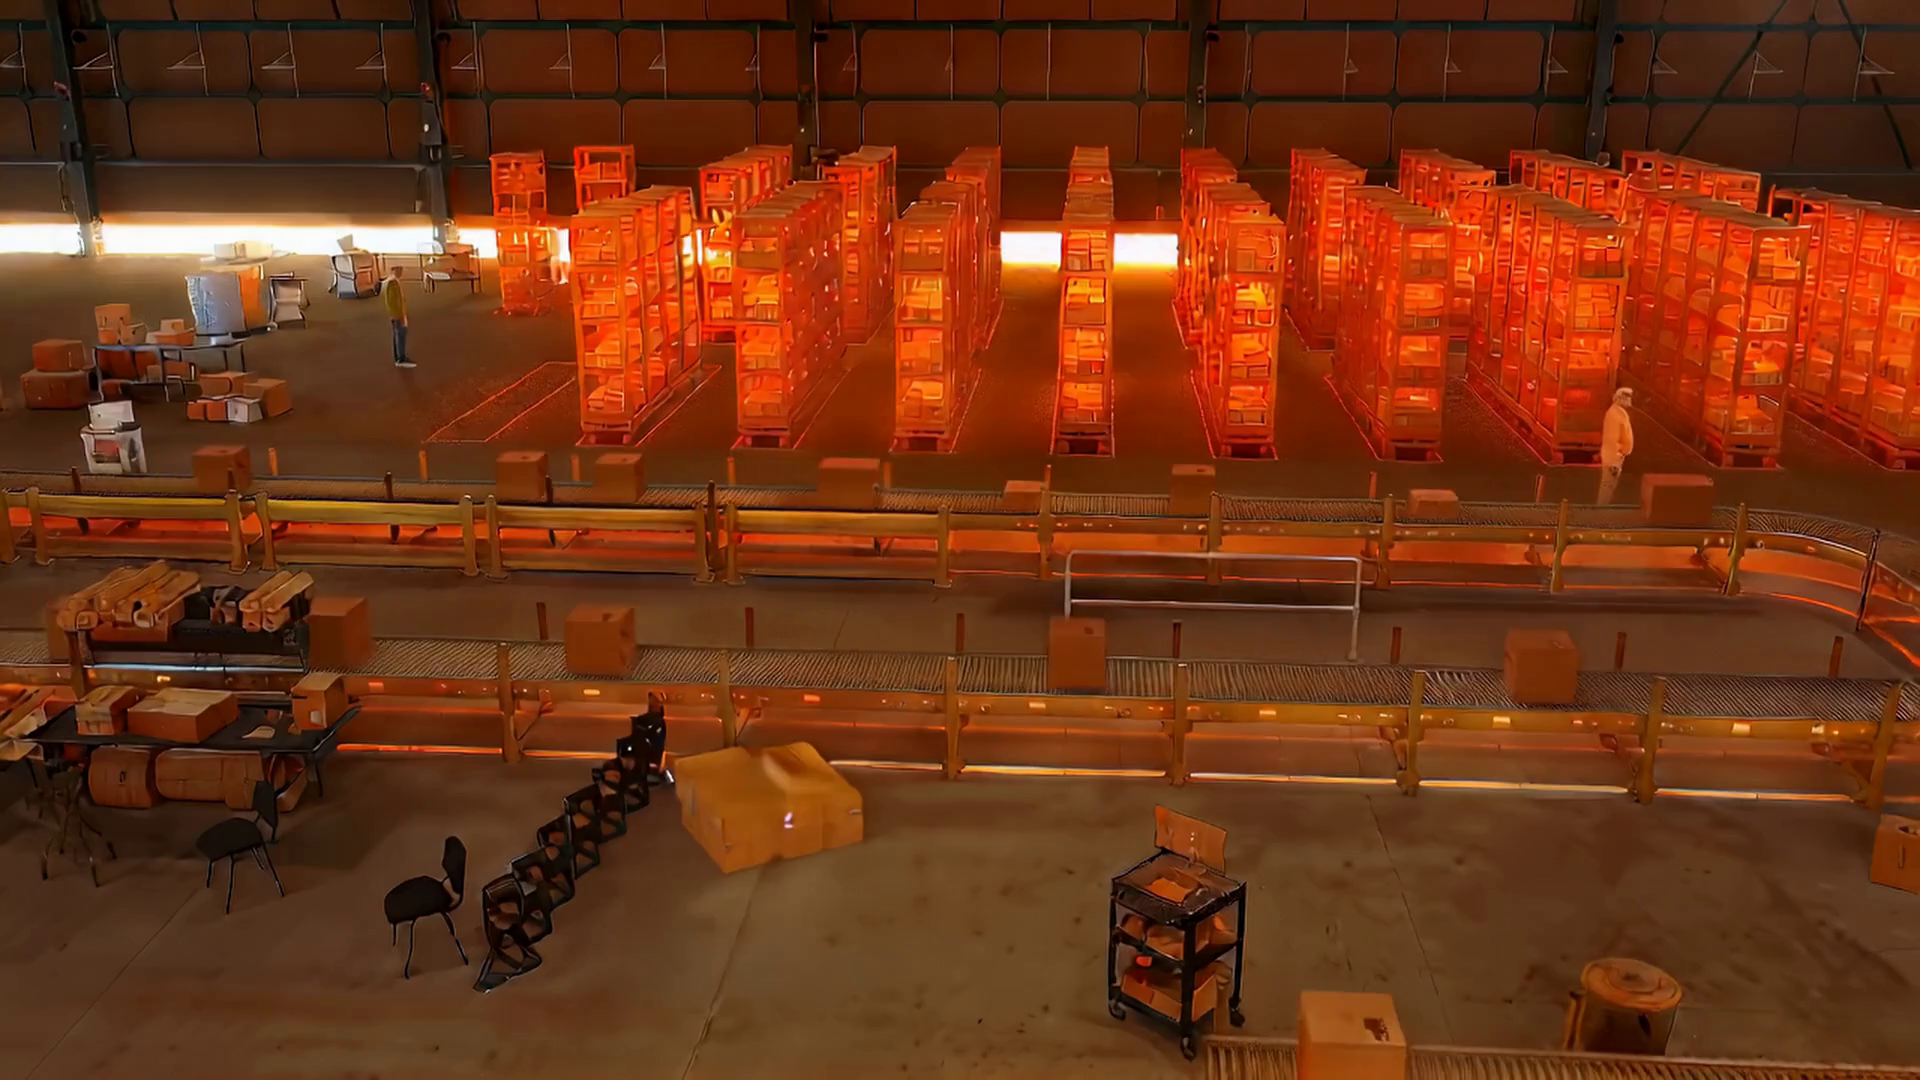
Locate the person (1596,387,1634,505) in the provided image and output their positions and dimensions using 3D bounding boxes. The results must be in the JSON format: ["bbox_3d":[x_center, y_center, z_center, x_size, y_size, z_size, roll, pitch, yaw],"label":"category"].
[{"bbox_3d":[8.598,-1.067,21.824,0.407,1.910,0.639,6,19,19],"label":"person"}]

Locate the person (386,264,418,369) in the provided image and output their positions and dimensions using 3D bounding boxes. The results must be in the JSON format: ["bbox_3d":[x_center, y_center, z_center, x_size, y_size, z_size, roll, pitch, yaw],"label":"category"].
[{"bbox_3d":[-10.737,-4.279,31.880,0.385,1.990,0.608,-14,22,-38],"label":"person"}]
